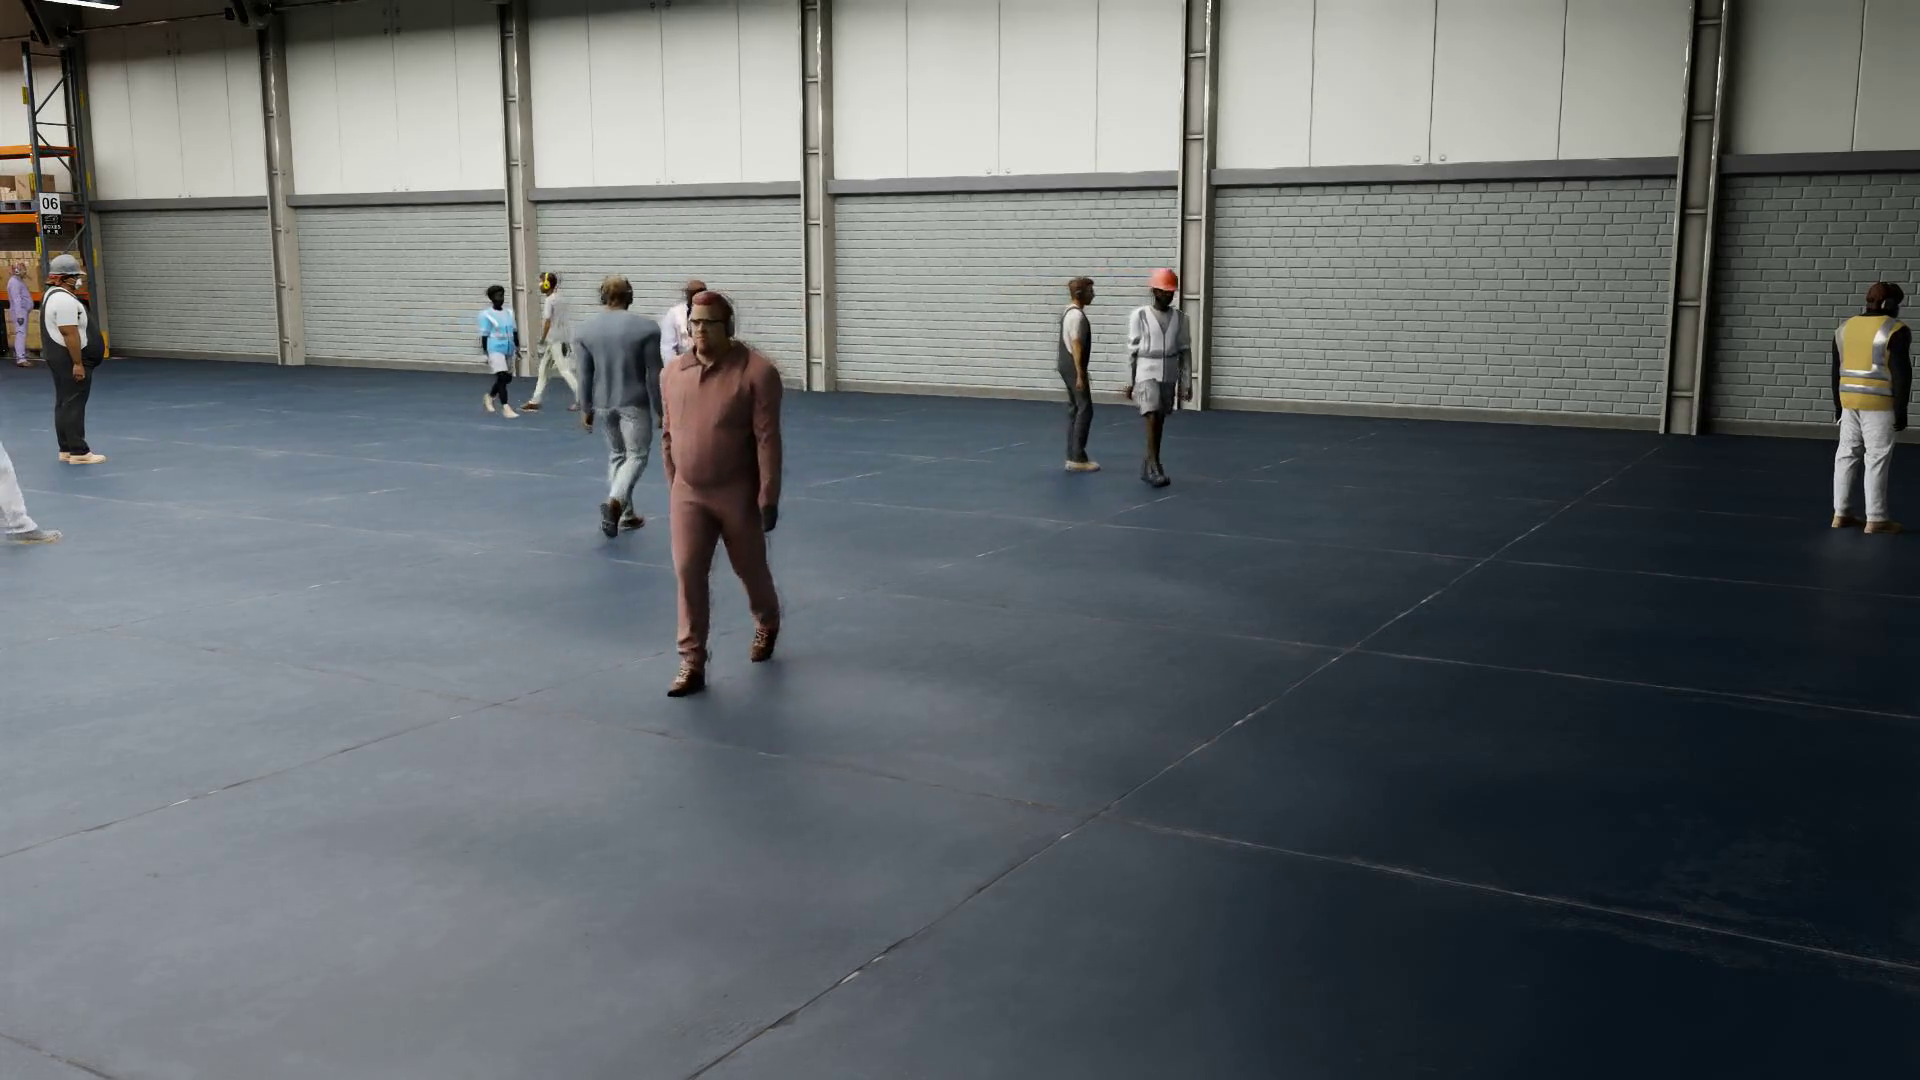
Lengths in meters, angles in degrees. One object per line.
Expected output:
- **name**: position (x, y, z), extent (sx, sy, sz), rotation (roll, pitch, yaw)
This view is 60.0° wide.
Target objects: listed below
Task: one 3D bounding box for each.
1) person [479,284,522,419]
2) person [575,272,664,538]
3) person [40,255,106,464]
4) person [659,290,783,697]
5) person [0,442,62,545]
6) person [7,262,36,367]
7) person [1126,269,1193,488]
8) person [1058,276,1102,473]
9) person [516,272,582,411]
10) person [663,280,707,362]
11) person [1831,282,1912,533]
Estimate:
- **person**: position (-5.813, -2.372, 20.884), extent (0.734, 1.675, 0.533), rotation (6, 12, 33)
- **person**: position (-2.459, -0.960, 11.956), extent (0.633, 1.913, 0.831), rotation (2, 10, 11)
- **person**: position (-8.668, -1.769, 16.297), extent (0.537, 2.000, 0.688), rotation (-8, 13, -41)
- **person**: position (-1.128, -0.258, 7.957), extent (0.647, 1.871, 0.949), rotation (3, 10, 15)
- **person**: position (-6.888, -0.844, 11.492), extent (0.970, 1.841, 0.591), rotation (-6, 11, -32)
- **person**: position (-17.160, -4.116, 30.433), extent (0.399, 1.909, 0.642), rotation (-5, 11, -25)
- **person**: position (1.785, -1.405, 14.551), extent (0.562, 1.899, 0.925), rotation (-3, 10, -15)
- **person**: position (1.132, -1.560, 15.669), extent (0.410, 1.840, 0.527), rotation (-1, 10, -5)
- **person**: position (-5.300, -2.570, 21.643), extent (0.971, 1.823, 0.540), rotation (0, 10, -2)
- **person**: position (-2.572, -1.642, 16.294), extent (0.628, 1.787, 1.000), rotation (-5, 11, -27)
- **person**: position (6.708, -0.971, 12.229), extent (0.430, 1.837, 0.621), rotation (-3, 10, -18)
